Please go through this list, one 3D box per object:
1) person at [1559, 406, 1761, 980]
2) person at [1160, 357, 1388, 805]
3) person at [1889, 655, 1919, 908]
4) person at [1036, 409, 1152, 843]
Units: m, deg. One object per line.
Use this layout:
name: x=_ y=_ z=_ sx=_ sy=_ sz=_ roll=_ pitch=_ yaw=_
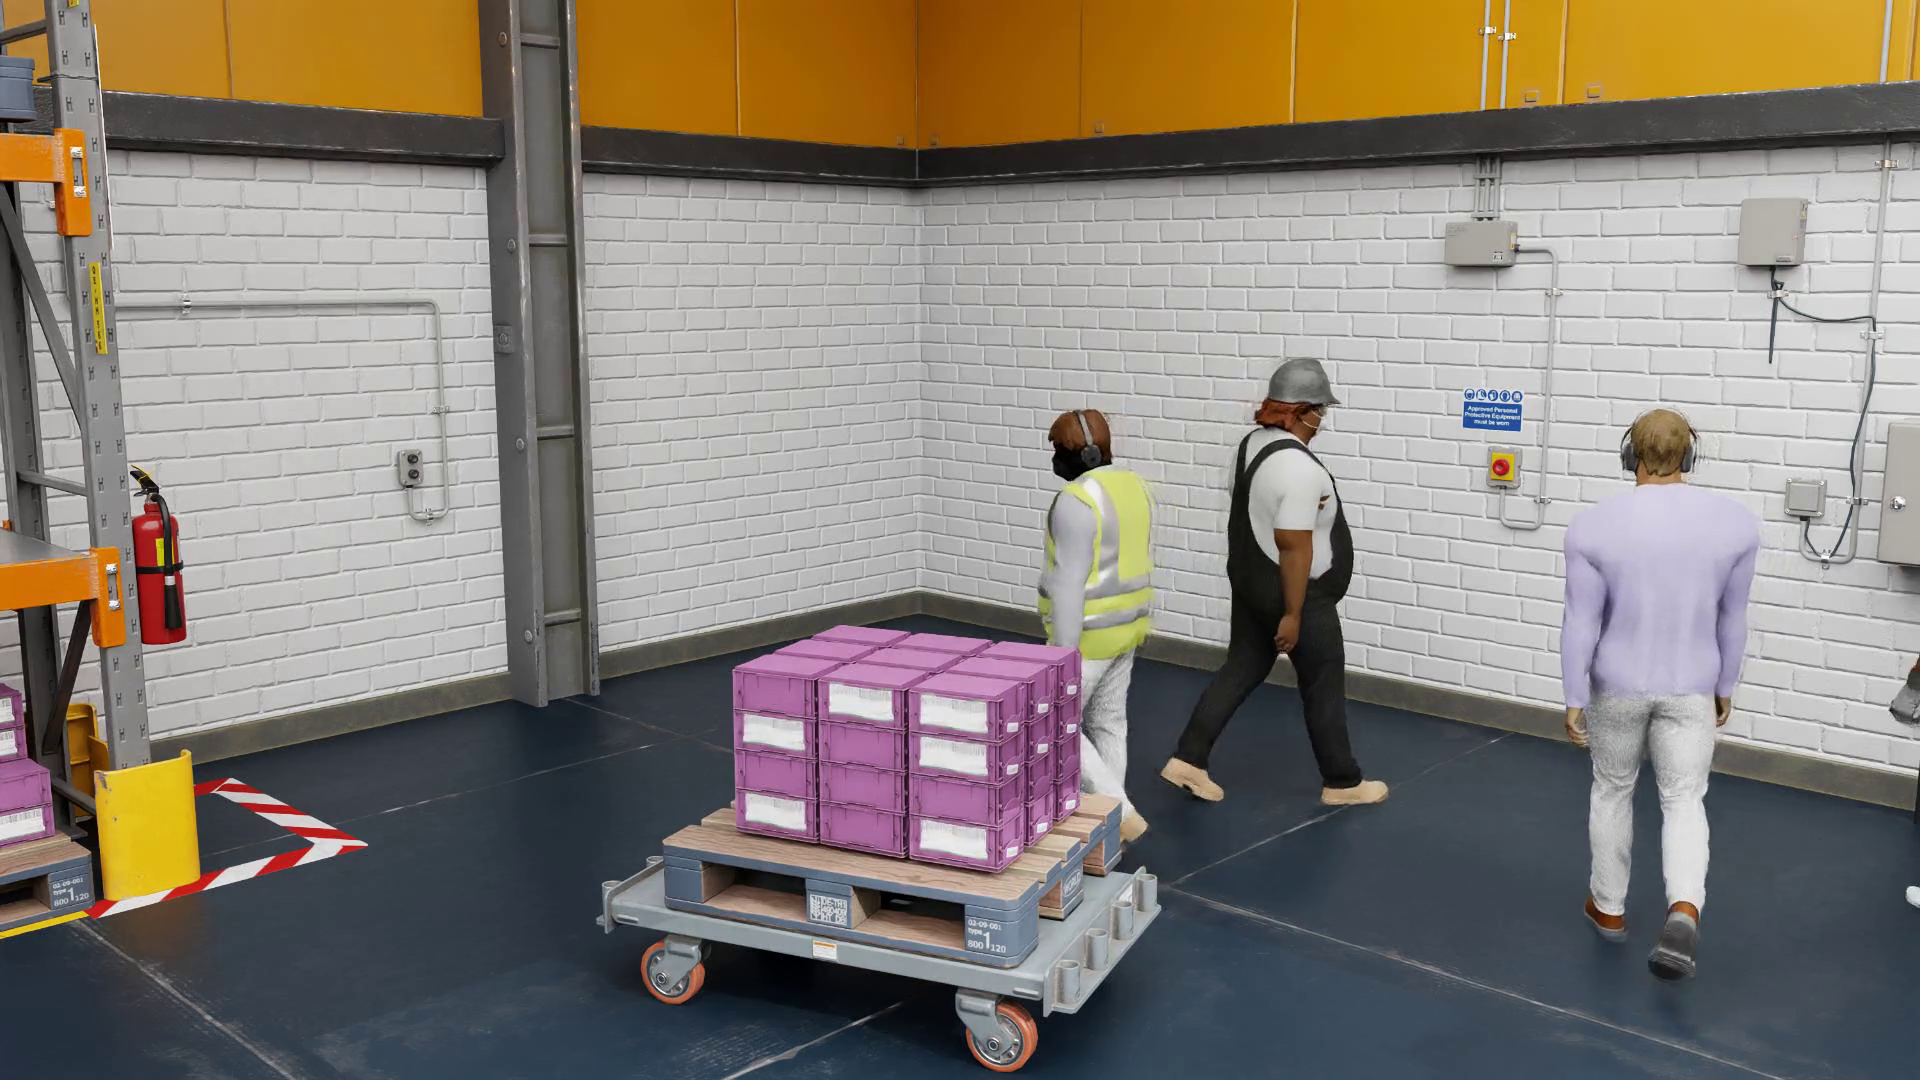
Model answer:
person: x=2.337 y=0.506 z=5.611 sx=0.619 sy=1.911 sz=0.796 roll=2 pitch=10 yaw=14
person: x=1.375 y=0.172 z=7.257 sx=0.987 sy=2.000 sz=0.686 roll=-3 pitch=10 yaw=-16
person: x=3.573 y=0.552 z=5.615 sx=0.503 sy=1.831 sz=0.962 roll=-1 pitch=9 yaw=-7
person: x=0.534 y=0.392 z=6.562 sx=0.429 sy=1.824 sz=0.698 roll=6 pitch=11 yaw=32
